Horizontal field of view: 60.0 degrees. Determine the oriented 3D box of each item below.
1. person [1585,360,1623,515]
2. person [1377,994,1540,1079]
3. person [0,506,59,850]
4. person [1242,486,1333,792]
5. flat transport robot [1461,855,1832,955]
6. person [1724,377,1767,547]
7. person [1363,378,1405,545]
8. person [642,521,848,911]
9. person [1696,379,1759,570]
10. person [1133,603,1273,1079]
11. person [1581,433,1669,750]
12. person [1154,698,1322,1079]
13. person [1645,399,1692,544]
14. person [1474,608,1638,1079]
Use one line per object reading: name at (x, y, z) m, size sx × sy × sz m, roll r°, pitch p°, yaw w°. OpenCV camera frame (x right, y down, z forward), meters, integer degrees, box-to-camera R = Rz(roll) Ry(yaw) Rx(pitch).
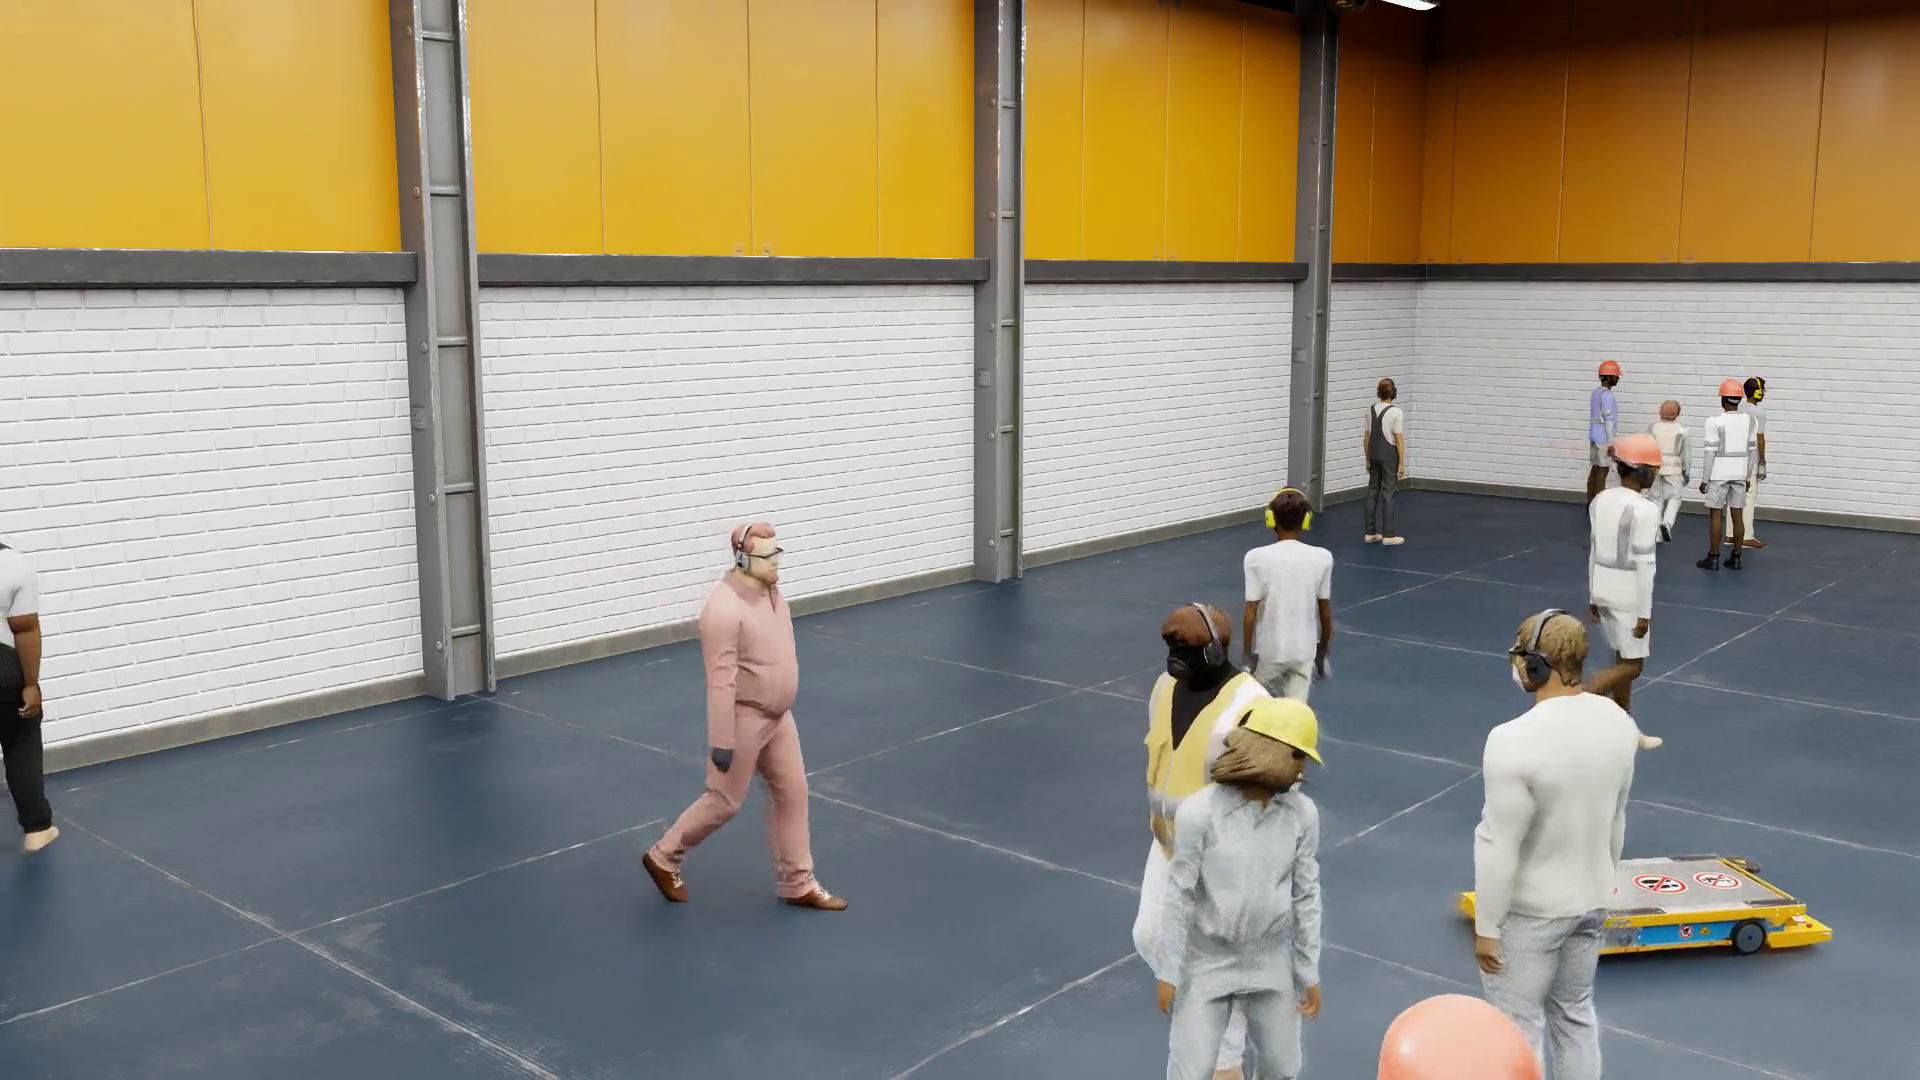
person at (7.927, -1.237, 20.447) m, size 0.354 × 1.939 × 0.545 m, roll 0°, pitch 9°, yaw 1°
person at (0.690, 1.601, 2.489) m, size 0.646 × 1.975 × 0.671 m, roll 1°, pitch 9°, yaw 6°
person at (-4.927, 0.648, 8.291) m, size 0.685 × 2.000 × 0.905 m, roll -1°, pitch 9°, yaw -8°
person at (1.757, 0.626, 9.012) m, size 0.531 × 1.847 × 0.610 m, roll 0°, pitch 9°, yaw 0°
flat transport robot at (3.087, 1.653, 7.519) m, size 1.431 × 0.197 × 0.652 m, roll -1°, pitch 9°, yaw -9°
person at (8.651, -0.852, 18.244) m, size 0.326 × 1.871 × 0.520 m, roll -3°, pitch 10°, yaw -18°
person at (4.706, -0.868, 18.415) m, size 0.337 × 1.846 × 0.514 m, roll -7°, pitch 11°, yaw -37°
person at (-1.037, 0.822, 7.752) m, size 0.929 × 1.871 × 0.641 m, roll 3°, pitch 10°, yaw 19°
person at (7.735, -0.655, 16.793) m, size 0.544 × 1.939 × 0.354 m, roll -1°, pitch 9°, yaw -6°
person at (0.889, 1.120, 5.998) m, size 0.433 × 1.824 × 0.650 m, roll -6°, pitch 11°, yaw -35°
person at (4.013, 0.351, 10.243) m, size 0.793 × 2.024 × 0.616 m, roll -2°, pitch 9°, yaw -10°
person at (0.843, 1.317, 5.165) m, size 0.550 × 1.706 × 0.385 m, roll -2°, pitch 9°, yaw -15°
person at (7.758, -0.739, 18.311) m, size 0.519 × 1.620 × 0.484 m, roll 6°, pitch 11°, yaw 35°
person at (1.885, 1.174, 5.350) m, size 0.636 × 1.931 × 0.374 m, roll -5°, pitch 10°, yaw -29°
